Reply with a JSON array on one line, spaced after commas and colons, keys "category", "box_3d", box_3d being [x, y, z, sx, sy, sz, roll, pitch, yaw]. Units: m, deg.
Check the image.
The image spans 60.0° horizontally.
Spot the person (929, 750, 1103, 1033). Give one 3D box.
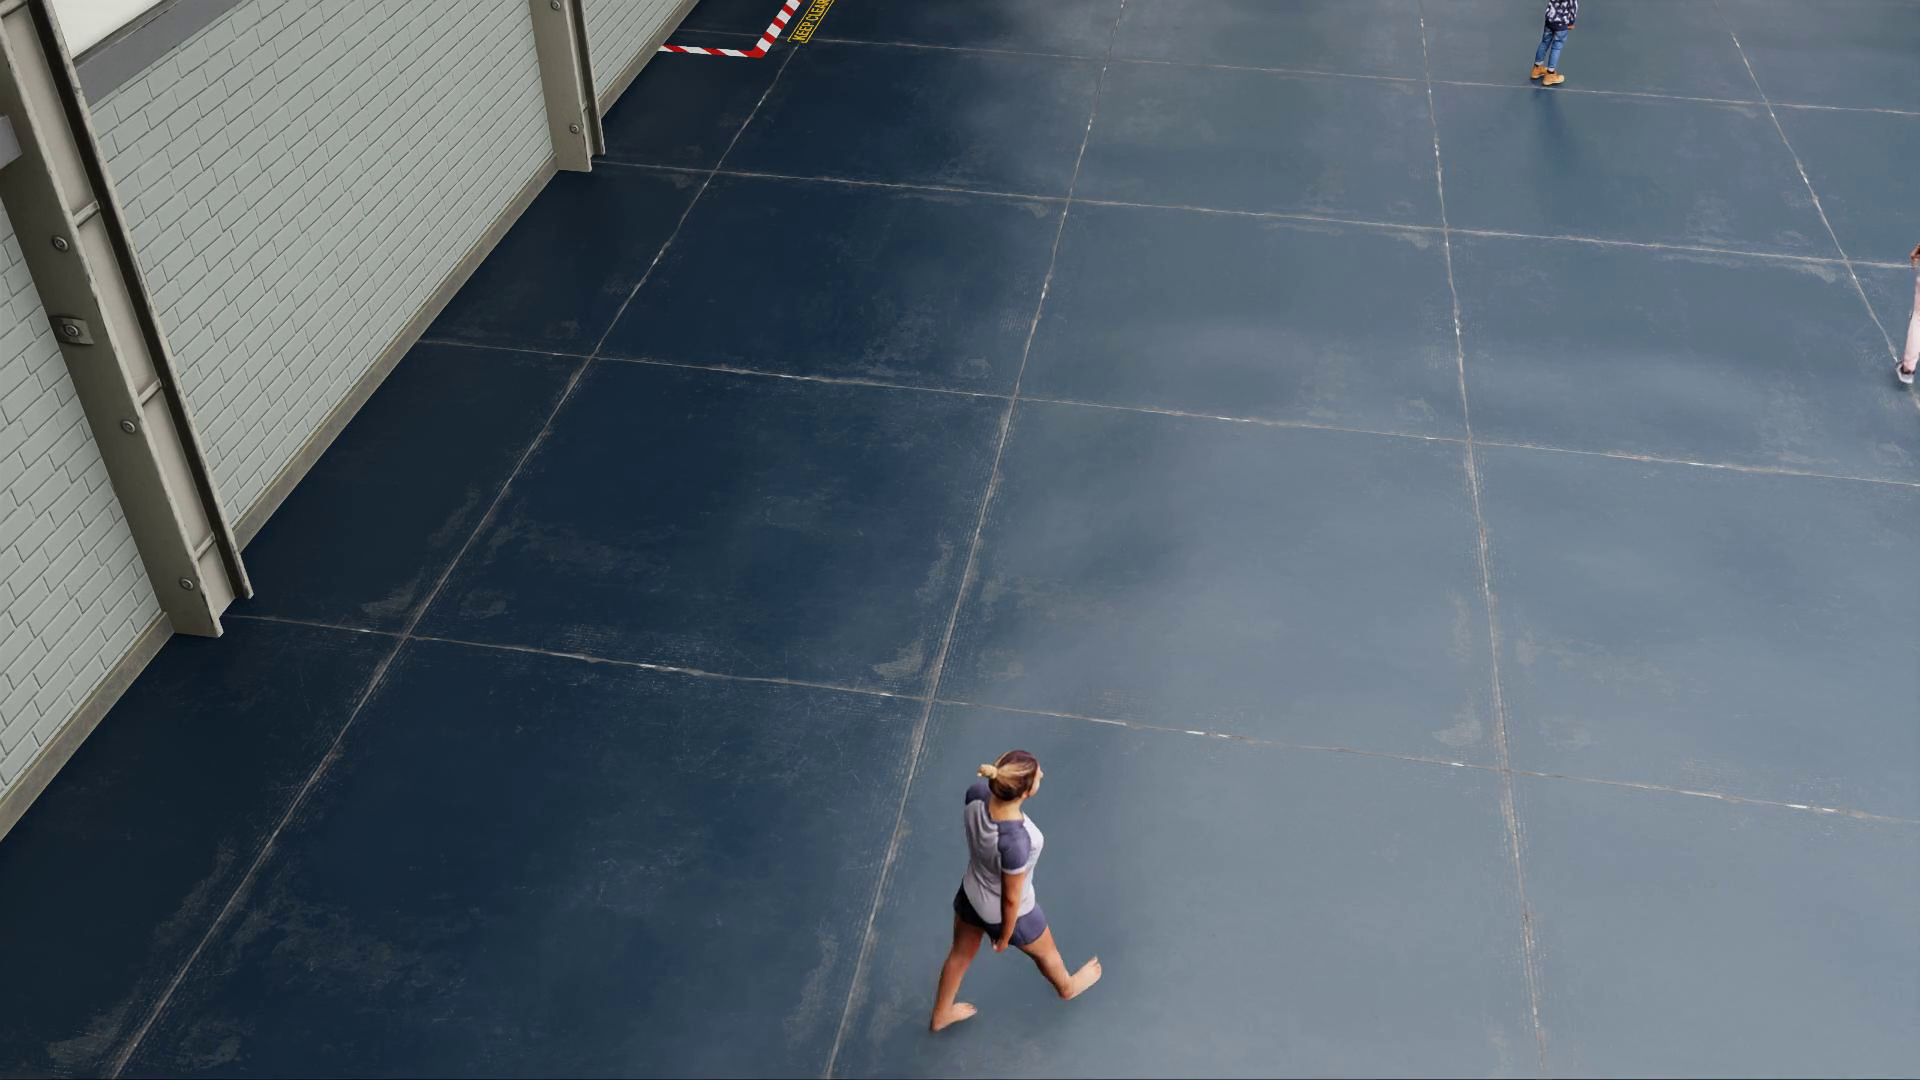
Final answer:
[{"category": "person", "box_3d": [0.087, 1.501, 6.816, 1.039, 1.574, 0.998, -22, 43, -26]}]

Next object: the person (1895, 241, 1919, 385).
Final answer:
[{"category": "person", "box_3d": [6.530, -1.752, 11.025, 0.627, 1.510, 1.070, 12, 39, 14]}]

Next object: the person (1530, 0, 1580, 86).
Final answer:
[{"category": "person", "box_3d": [5.447, -4.780, 15.108, 0.623, 1.248, 0.541, -16, 41, -19]}]
